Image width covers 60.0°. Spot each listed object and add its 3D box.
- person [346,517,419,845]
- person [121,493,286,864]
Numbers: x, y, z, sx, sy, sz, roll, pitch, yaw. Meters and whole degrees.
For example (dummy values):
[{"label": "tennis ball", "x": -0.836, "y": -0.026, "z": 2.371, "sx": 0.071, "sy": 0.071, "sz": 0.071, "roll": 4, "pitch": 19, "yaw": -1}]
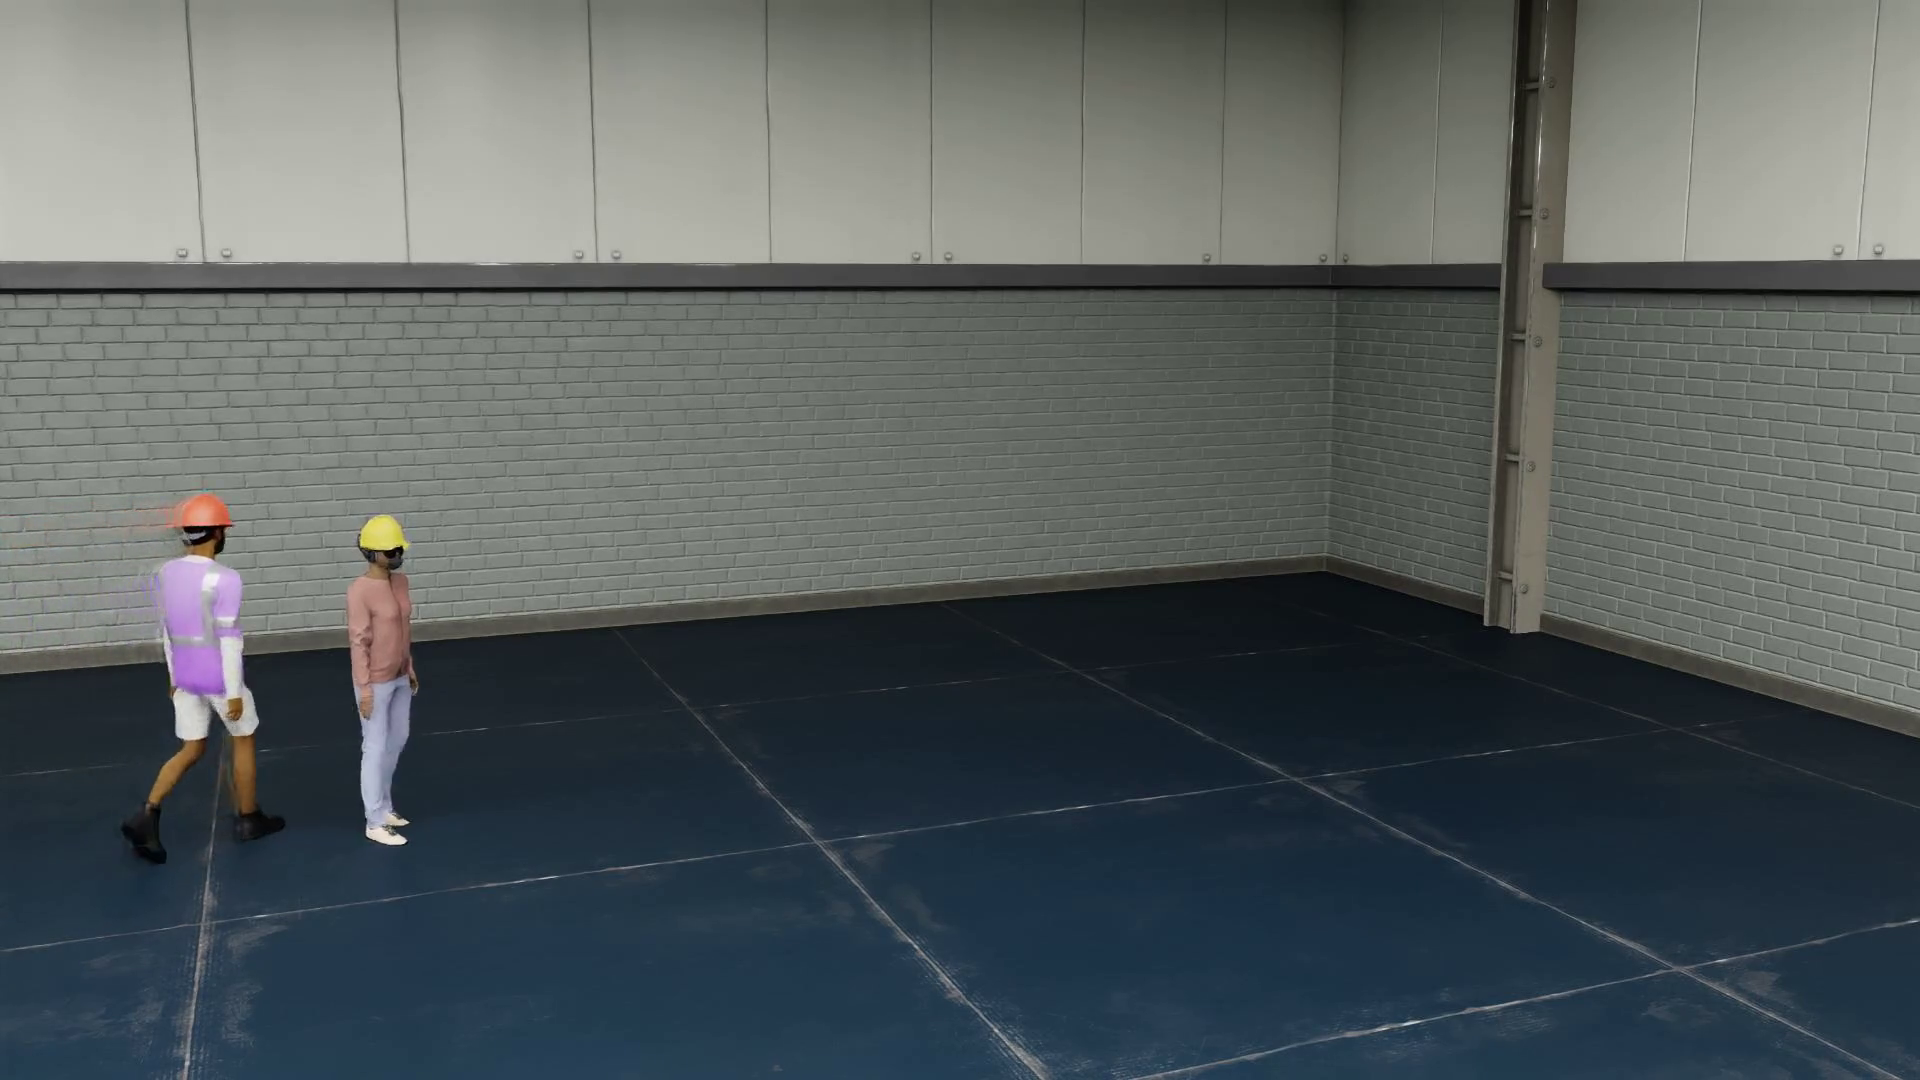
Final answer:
[{"label": "person", "x": -3.125, "y": 0.756, "z": 8.945, "sx": 0.471, "sy": 1.776, "sz": 0.556, "roll": 2, "pitch": 9, "yaw": 12}, {"label": "person", "x": -3.974, "y": 0.716, "z": 8.652, "sx": 0.551, "sy": 1.907, "sz": 0.853, "roll": 4, "pitch": 10, "yaw": 22}]
